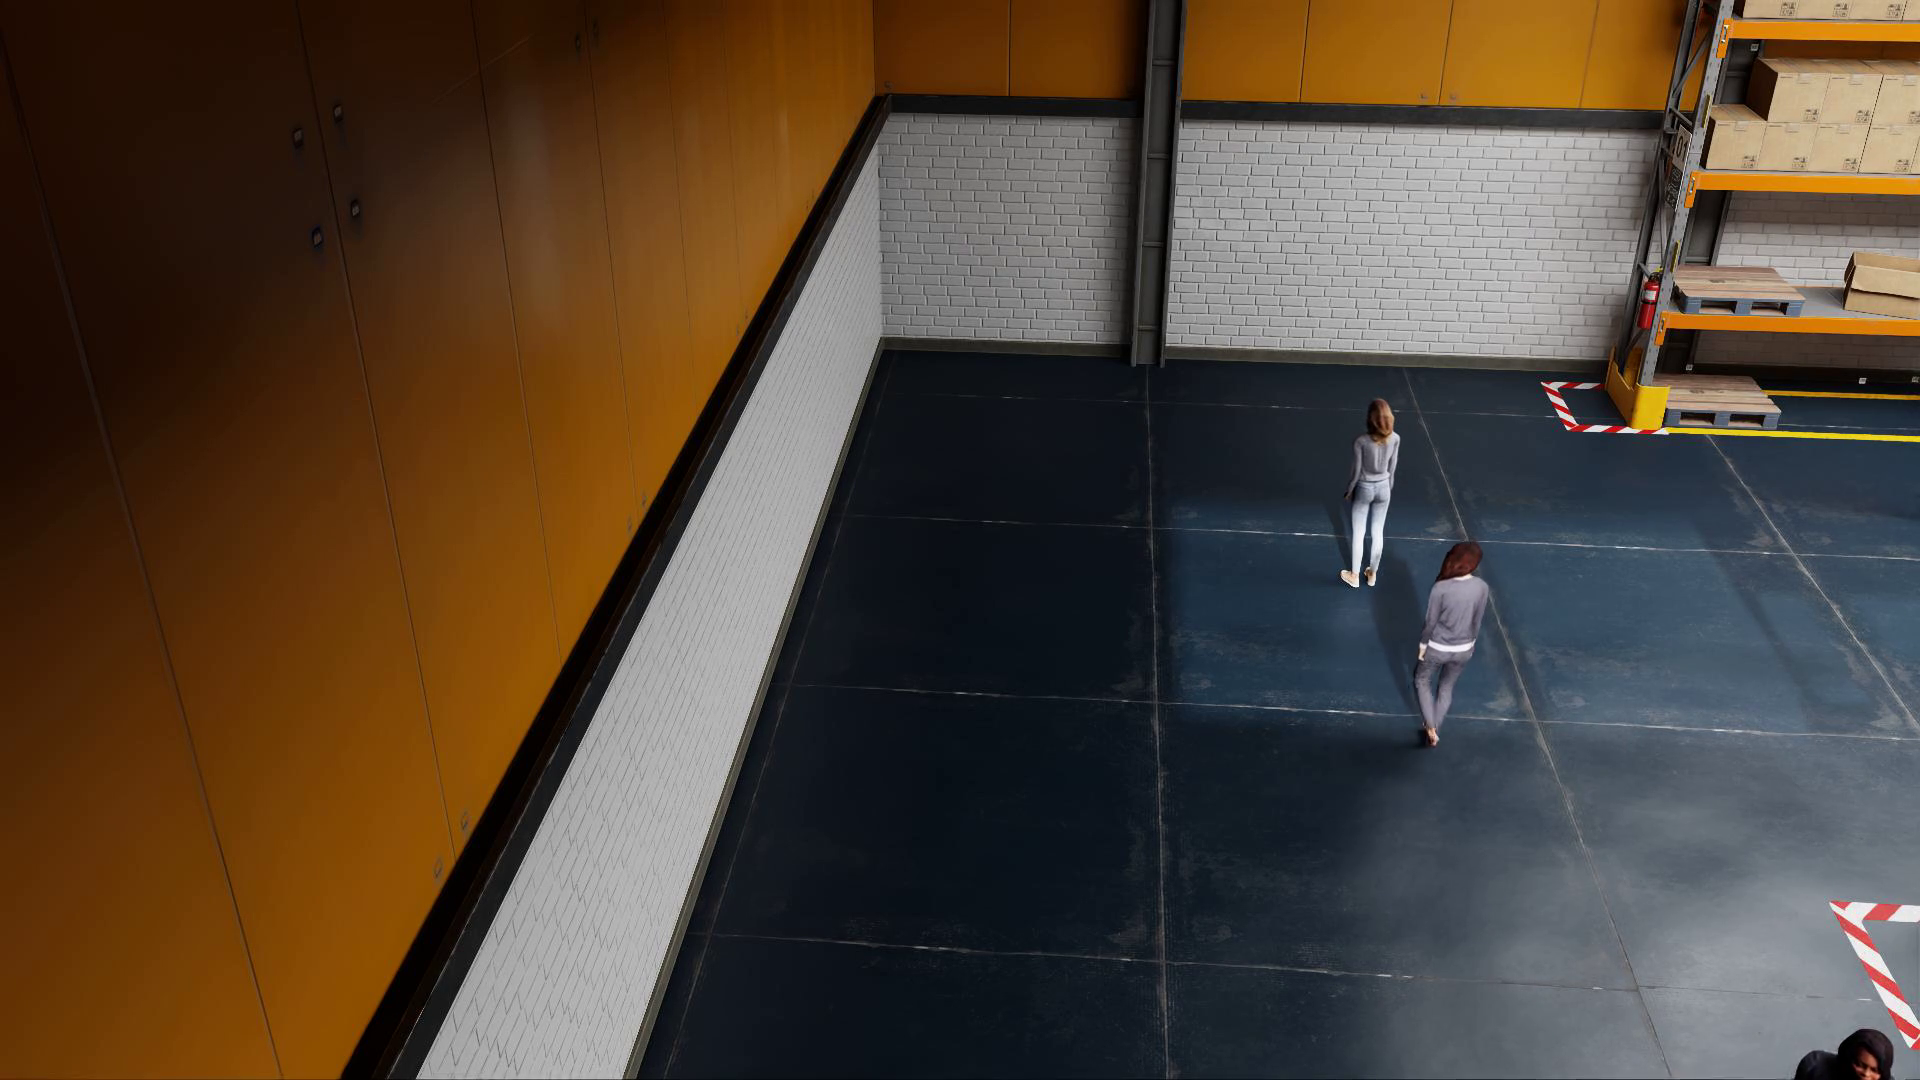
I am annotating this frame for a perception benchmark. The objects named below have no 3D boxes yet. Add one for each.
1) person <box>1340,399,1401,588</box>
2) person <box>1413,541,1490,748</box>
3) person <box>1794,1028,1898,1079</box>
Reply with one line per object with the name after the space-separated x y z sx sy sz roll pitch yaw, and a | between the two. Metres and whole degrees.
3.634 -0.413 14.726 0.532 1.794 0.698 -4 29 -8 | person
3.695 0.845 12.463 0.726 1.752 0.728 -2 29 -4 | person
4.442 3.096 8.509 0.861 1.586 0.896 15 32 25 | person
